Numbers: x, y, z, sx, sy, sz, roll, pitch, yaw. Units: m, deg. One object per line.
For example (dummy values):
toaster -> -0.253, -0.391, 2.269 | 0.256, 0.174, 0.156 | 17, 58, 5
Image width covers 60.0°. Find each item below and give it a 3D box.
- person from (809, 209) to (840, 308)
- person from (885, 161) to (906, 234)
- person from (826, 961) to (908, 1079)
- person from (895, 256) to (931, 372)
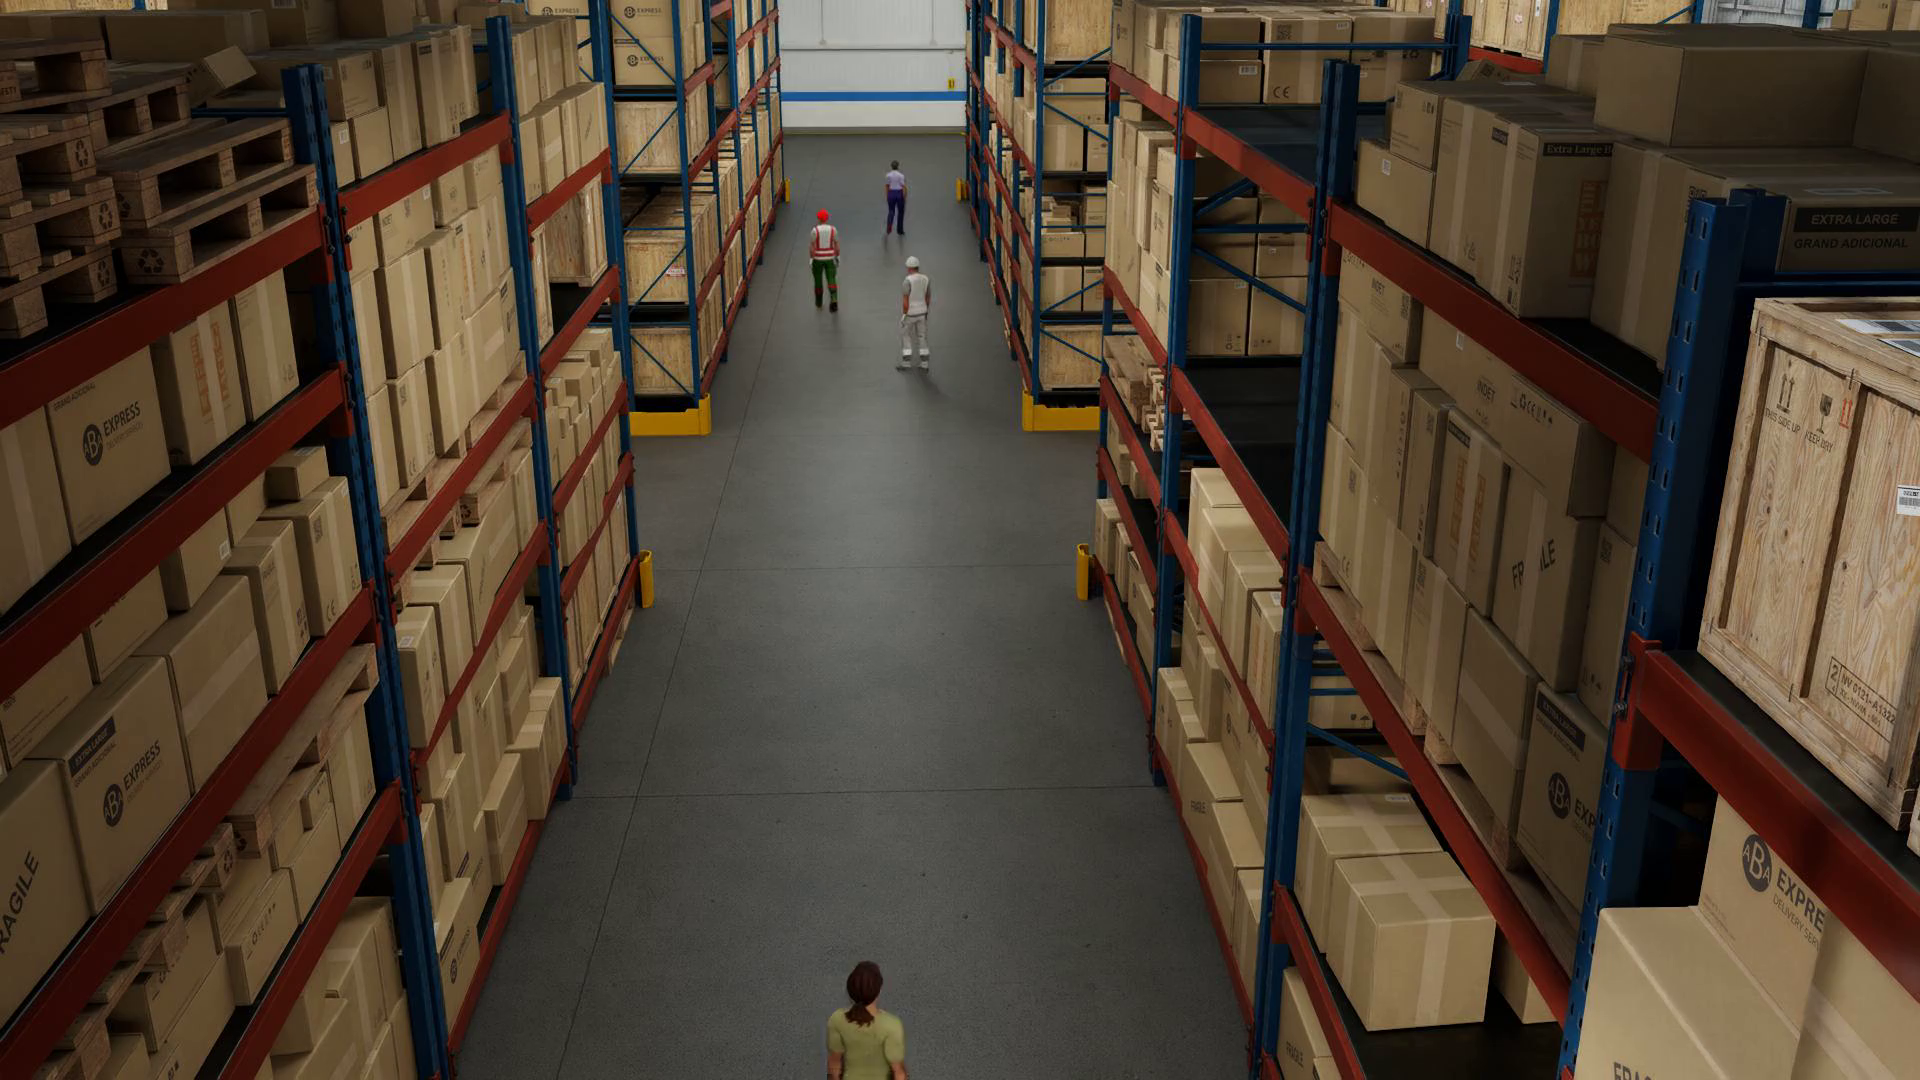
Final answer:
person -> -2.457, -5.090, 30.092 | 0.565, 1.789, 0.715 | -6, 21, -15
person -> -1.417, -7.629, 37.068 | 0.505, 1.648, 0.484 | 6, 21, 15
person -> -0.462, 2.927, 8.770 | 0.438, 1.668, 0.711 | 6, 21, 15
person -> -0.732, -3.501, 25.798 | 0.625, 1.799, 0.586 | -13, 24, -31
